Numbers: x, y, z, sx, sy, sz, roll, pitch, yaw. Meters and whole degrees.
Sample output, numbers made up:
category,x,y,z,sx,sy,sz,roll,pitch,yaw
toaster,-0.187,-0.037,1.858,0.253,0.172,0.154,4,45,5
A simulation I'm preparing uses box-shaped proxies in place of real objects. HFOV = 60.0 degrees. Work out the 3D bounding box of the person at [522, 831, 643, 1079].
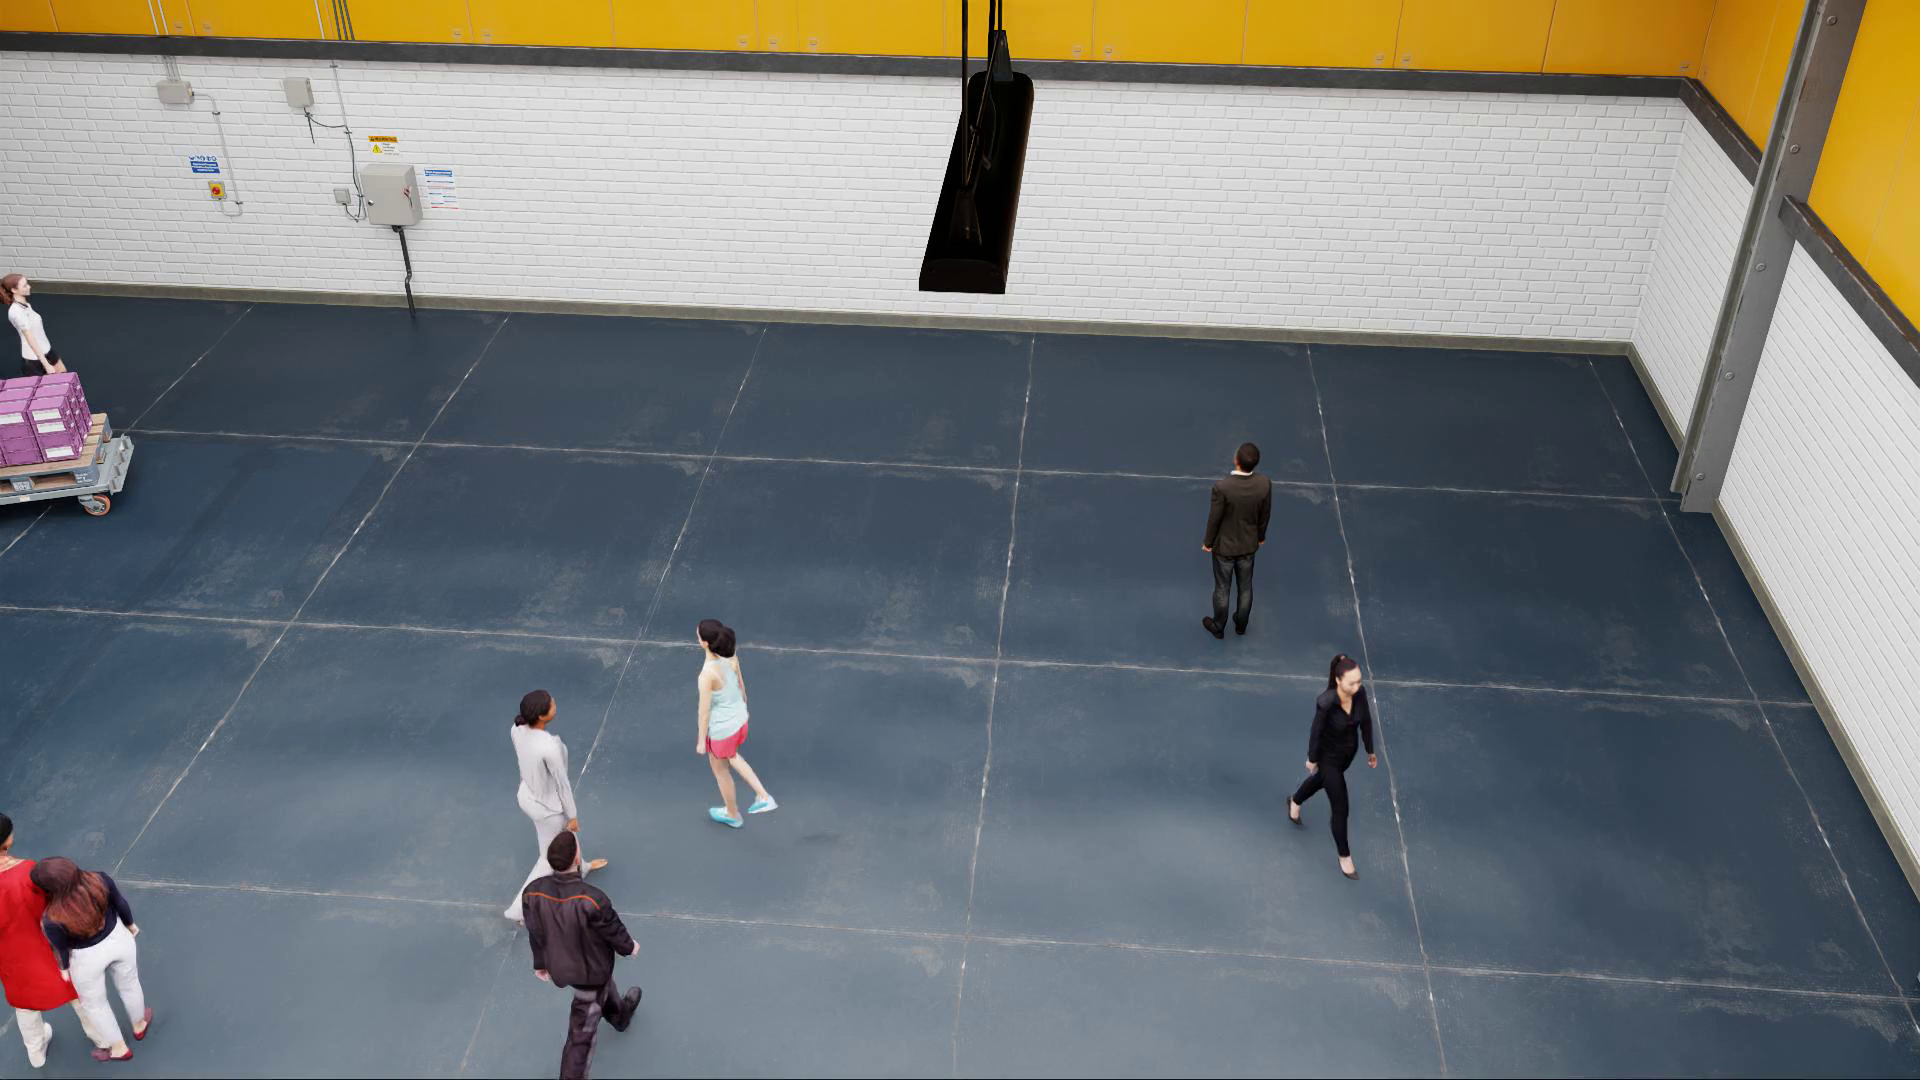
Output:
category,x,y,z,sx,sy,sz,roll,pitch,yaw
person,-2.228,2.521,9.590,0.992,1.804,1.323,14,36,20

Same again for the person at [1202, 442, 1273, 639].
category,x,y,z,sx,sy,sz,roll,pitch,yaw
person,2.225,-0.004,13.387,0.741,1.805,0.664,-8,34,-11

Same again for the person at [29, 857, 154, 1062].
category,x,y,z,sx,sy,sz,roll,pitch,yaw
person,-5.127,2.425,9.920,0.673,1.597,0.781,-22,39,-29

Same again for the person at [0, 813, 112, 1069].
category,x,y,z,sx,sy,sz,roll,pitch,yaw
person,-5.396,2.380,9.745,0.766,1.867,0.753,-12,35,-17

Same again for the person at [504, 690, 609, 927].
category,x,y,z,sx,sy,sz,roll,pitch,yaw
person,-2.770,1.762,10.823,1.104,1.702,1.210,26,42,34

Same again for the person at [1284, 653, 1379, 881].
category,x,y,z,sx,sy,sz,roll,pitch,yaw
person,2.503,1.449,11.322,0.996,1.671,1.110,-20,38,-27

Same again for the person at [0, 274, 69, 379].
category,x,y,z,sx,sy,sz,roll,pitch,yaw
person,-8.979,-1.711,16.035,0.916,1.717,1.152,-9,35,-14

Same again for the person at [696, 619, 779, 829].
category,x,y,z,sx,sy,sz,roll,pitch,yaw
person,-1.542,1.310,11.457,0.823,1.753,0.788,12,36,18
